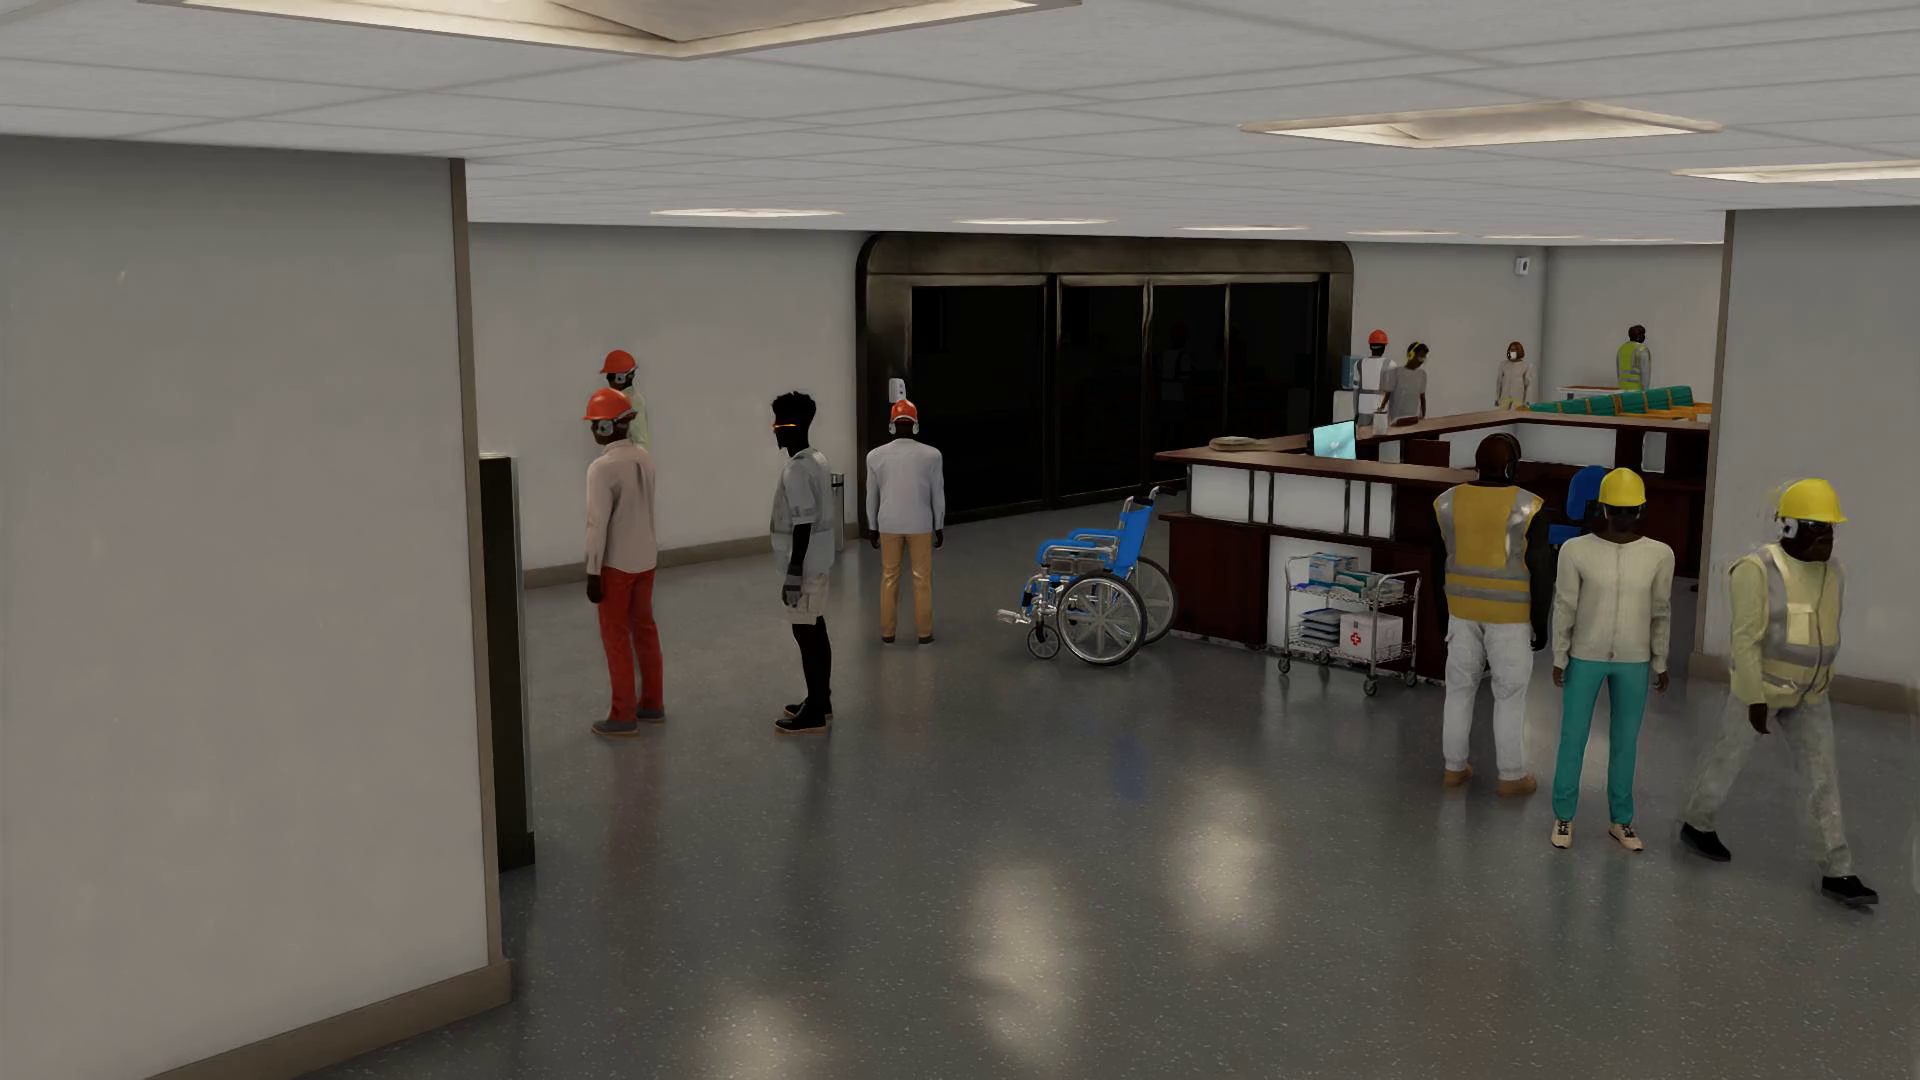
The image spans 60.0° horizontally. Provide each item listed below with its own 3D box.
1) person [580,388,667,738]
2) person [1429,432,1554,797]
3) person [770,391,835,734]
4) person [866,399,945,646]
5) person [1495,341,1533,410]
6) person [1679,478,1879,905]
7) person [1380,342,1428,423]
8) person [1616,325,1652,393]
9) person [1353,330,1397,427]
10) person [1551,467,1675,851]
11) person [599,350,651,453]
[{"bbox_3d":[-1.952,0.126,9.521,0.414,1.987,0.612,4,10,22],"label":"person"},{"bbox_3d":[2.692,0.375,8.424,0.626,1.844,0.429,7,12,38],"label":"person"},{"bbox_3d":[-0.905,0.128,9.546,0.364,1.964,0.612,1,9,6],"label":"person"},{"bbox_3d":[-0.381,-0.120,11.748,0.564,1.743,0.351,1,9,6],"label":"person"},{"bbox_3d":[7.854,-2.002,23.629,0.498,1.634,0.278,6,11,33],"label":"person"},{"bbox_3d":[3.536,0.612,7.178,0.598,1.784,0.971,-3,10,-15],"label":"person"},{"bbox_3d":[5.094,-1.333,18.966,0.602,1.816,0.866,-3,10,-19],"label":"person"},{"bbox_3d":[9.856,-2.214,24.291,0.429,1.847,0.627,-3,10,-17],"label":"person"},{"bbox_3d":[5.017,-1.568,20.089,0.549,1.930,0.390,8,12,40],"label":"person"},{"bbox_3d":[2.971,0.546,7.595,0.524,1.770,0.315,1,9,8],"label":"person"},{"bbox_3d":[-2.758,-0.578,13.798,0.392,1.991,0.612,-4,10,-24],"label":"person"}]
